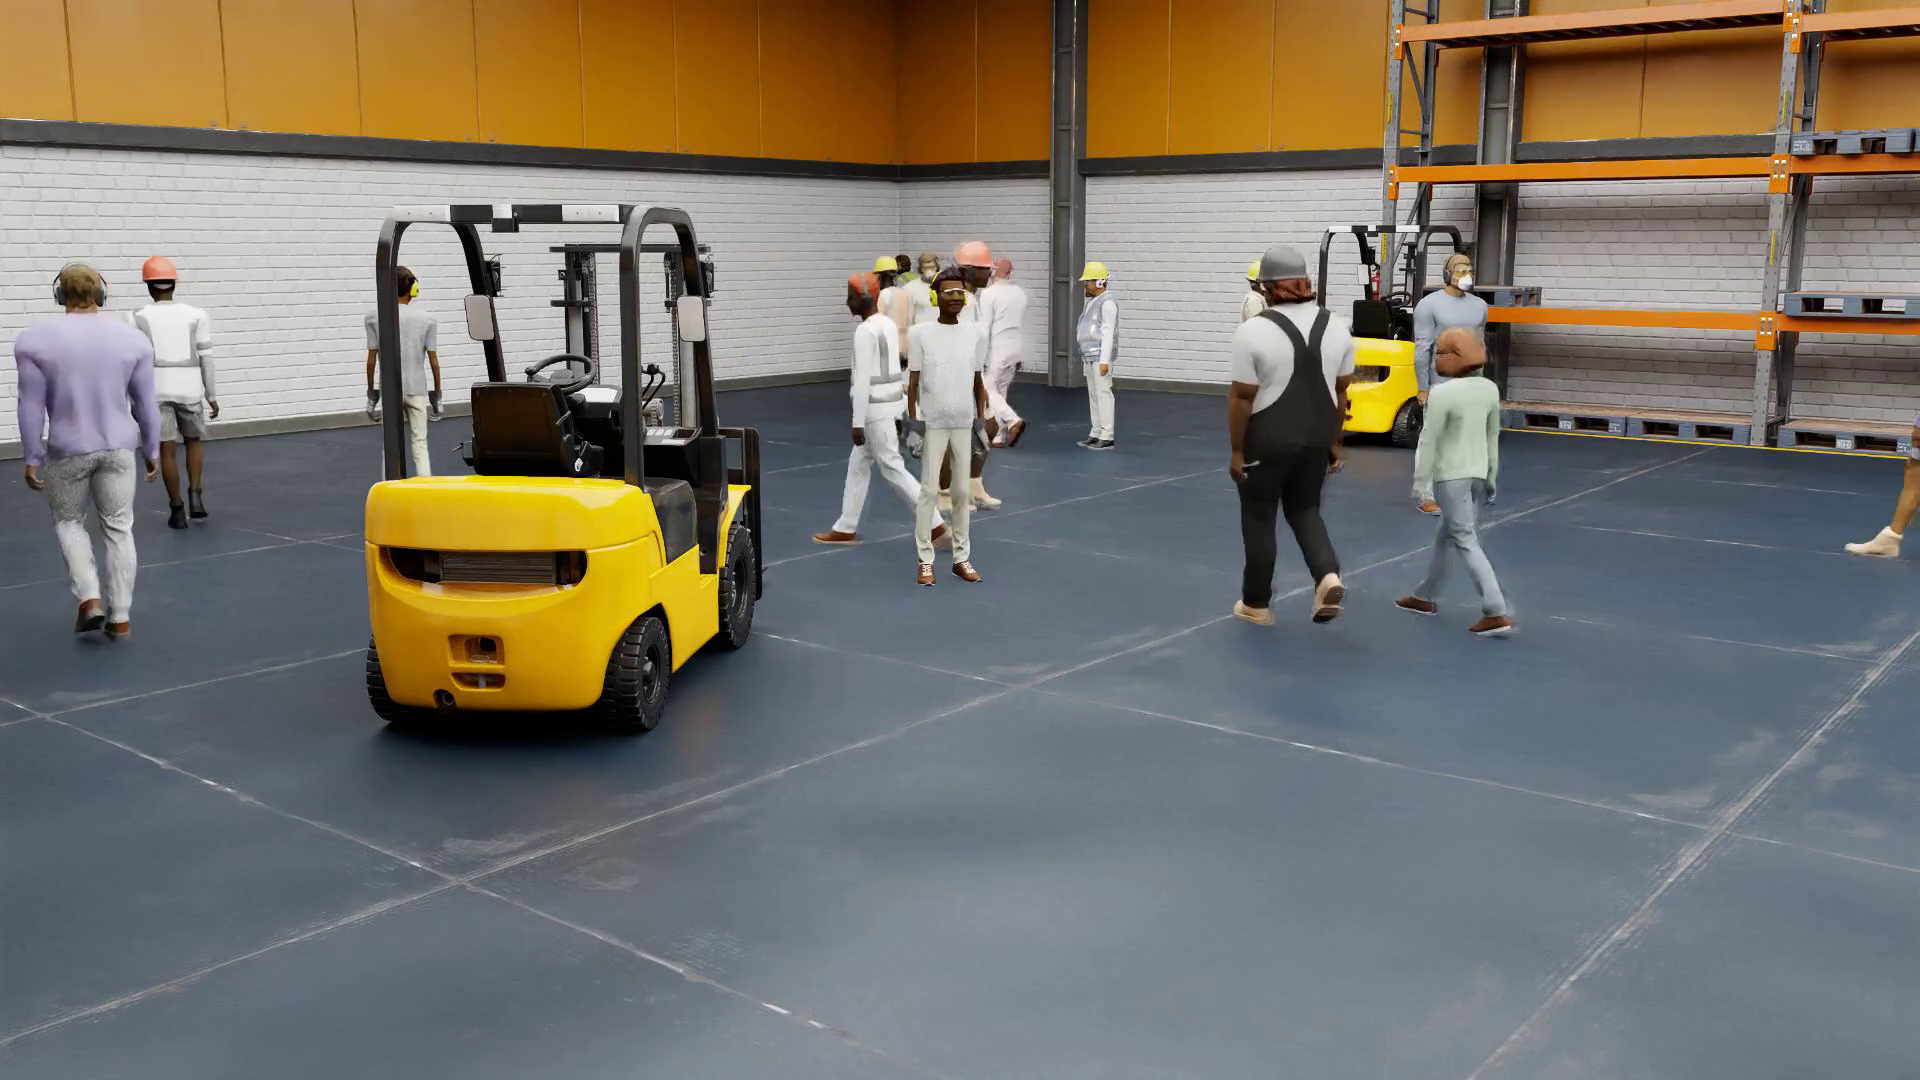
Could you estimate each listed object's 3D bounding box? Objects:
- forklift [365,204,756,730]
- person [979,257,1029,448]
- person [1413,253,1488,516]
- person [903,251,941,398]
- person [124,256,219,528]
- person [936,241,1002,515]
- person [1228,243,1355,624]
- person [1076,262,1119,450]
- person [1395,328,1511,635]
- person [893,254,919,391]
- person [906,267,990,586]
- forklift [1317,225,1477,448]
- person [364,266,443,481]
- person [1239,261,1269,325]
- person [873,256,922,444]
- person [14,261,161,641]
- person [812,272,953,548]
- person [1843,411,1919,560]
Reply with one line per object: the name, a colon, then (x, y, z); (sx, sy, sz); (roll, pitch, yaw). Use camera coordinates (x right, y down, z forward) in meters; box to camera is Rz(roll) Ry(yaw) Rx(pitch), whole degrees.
forklift: (-1.766, -0.406, 7.525); (1.214, 2.155, 2.313); (1, 10, 7)
person: (0.439, -1.803, 16.163); (0.612, 1.877, 0.669); (9, 14, 41)
person: (3.644, -1.150, 12.354); (0.631, 1.940, 0.372); (-4, 11, -23)
person: (-0.318, -2.065, 17.490); (0.673, 1.919, 0.536); (-4, 11, -21)
person: (-5.598, -1.044, 11.805); (0.580, 1.921, 0.456); (-7, 12, -32)
person: (0.101, -1.177, 12.289); (0.657, 2.021, 0.635); (1, 10, 6)
person: (1.694, -0.535, 8.661); (0.698, 2.000, 0.670); (-3, 11, -19)
person: (1.337, -1.794, 16.248); (0.403, 1.826, 0.593); (-3, 11, -15)
person: (2.617, -0.319, 8.733); (0.504, 1.585, 0.868); (-7, 12, -33)
person: (-0.762, -2.943, 22.565); (0.429, 1.838, 0.634); (4, 11, 23)
person: (-0.068, -0.666, 9.863); (0.513, 1.873, 0.328); (-4, 11, -20)
forklift: (4.449, -2.115, 16.993); (1.214, 2.155, 2.313); (8, 13, 38)
person: (-3.971, -1.019, 11.874); (0.527, 1.856, 0.330); (-4, 11, -19)
person: (2.909, -1.789, 16.179); (0.404, 1.836, 0.598); (1, 10, 6)
person: (-0.637, -1.896, 16.671); (0.866, 1.892, 0.600); (5, 11, 25)
person: (-4.403, -0.442, 8.456); (0.660, 1.924, 0.444); (-7, 12, -34)
person: (-0.493, -0.831, 10.887); (0.977, 1.843, 0.590); (2, 11, 13)
person: (6.142, -0.796, 10.253); (1.032, 1.999, 0.624); (9, 14, 41)
